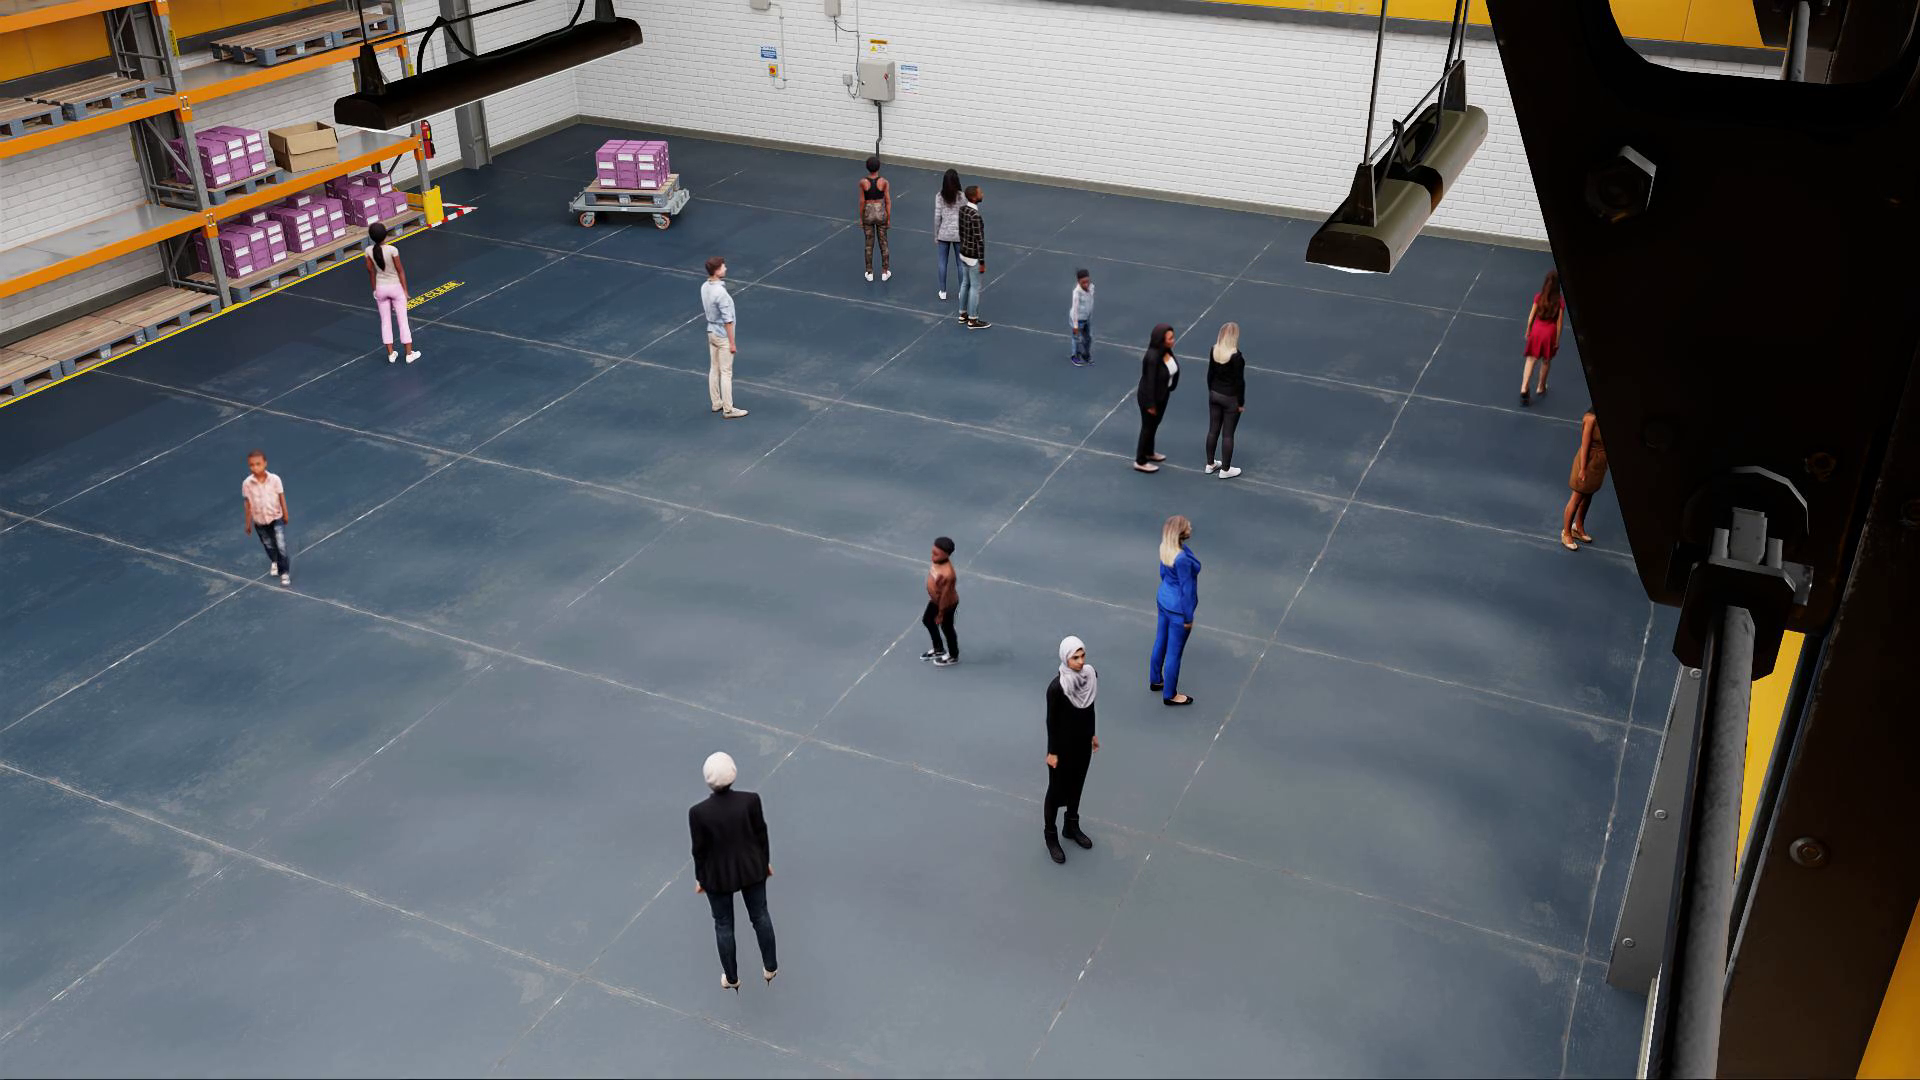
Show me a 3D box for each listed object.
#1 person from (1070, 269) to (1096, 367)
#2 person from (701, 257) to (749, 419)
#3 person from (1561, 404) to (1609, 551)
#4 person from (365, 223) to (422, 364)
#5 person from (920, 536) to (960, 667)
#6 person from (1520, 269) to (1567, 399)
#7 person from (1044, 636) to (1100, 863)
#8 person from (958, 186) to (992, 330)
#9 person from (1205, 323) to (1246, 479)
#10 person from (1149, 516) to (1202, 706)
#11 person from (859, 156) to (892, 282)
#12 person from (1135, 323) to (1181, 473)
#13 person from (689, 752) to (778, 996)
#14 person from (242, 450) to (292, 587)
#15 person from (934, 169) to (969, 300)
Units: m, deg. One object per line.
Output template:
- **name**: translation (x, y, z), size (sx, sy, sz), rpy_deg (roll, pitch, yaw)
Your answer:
- **person**: translation (1.456, -2.686, 19.961), size (0.602, 1.235, 0.667), rpy_deg (-23, 36, -36)
- **person**: translation (-2.679, -2.276, 18.570), size (0.726, 1.848, 0.731), rpy_deg (-19, 34, -31)
- **person**: translation (6.023, -0.719, 15.882), size (0.581, 1.690, 0.701), rpy_deg (-21, 35, -34)
- **person**: translation (-6.849, -2.976, 19.967), size (0.647, 1.740, 0.635), rpy_deg (1, 29, 2)
- **person**: translation (-0.074, 0.517, 14.080), size (0.695, 1.245, 0.629), rpy_deg (-8, 30, -14)
- **person**: translation (6.643, -2.330, 18.992), size (0.597, 1.539, 0.902), rpy_deg (16, 32, 27)
- **person**: translation (0.775, 1.458, 11.796), size (0.621, 1.779, 0.746), rpy_deg (-20, 35, -33)
- **person**: translation (0.140, -3.587, 21.002), size (0.771, 1.821, 0.743), rpy_deg (-14, 32, -24)
- **person**: translation (2.737, -1.451, 17.226), size (0.663, 1.687, 0.678), rpy_deg (-23, 36, -36)
- **person**: translation (1.735, 0.556, 13.533), size (0.763, 1.701, 0.699), rpy_deg (-9, 30, -16)
- **person**: translation (-1.159, -4.363, 22.552), size (0.657, 1.699, 0.661), rpy_deg (-2, 29, -3)
- **person**: translation (2.029, -1.504, 17.403), size (0.695, 1.611, 0.559), rpy_deg (11, 31, 20)
- **person**: translation (-1.345, 2.054, 10.204), size (0.833, 1.783, 0.795), rpy_deg (-8, 30, -15)
- **person**: translation (-6.426, -0.251, 15.446), size (0.781, 1.284, 0.865), rpy_deg (-6, 29, -12)
- **person**: translation (-0.114, -4.032, 21.912), size (0.690, 1.731, 0.657), rpy_deg (1, 29, 2)
